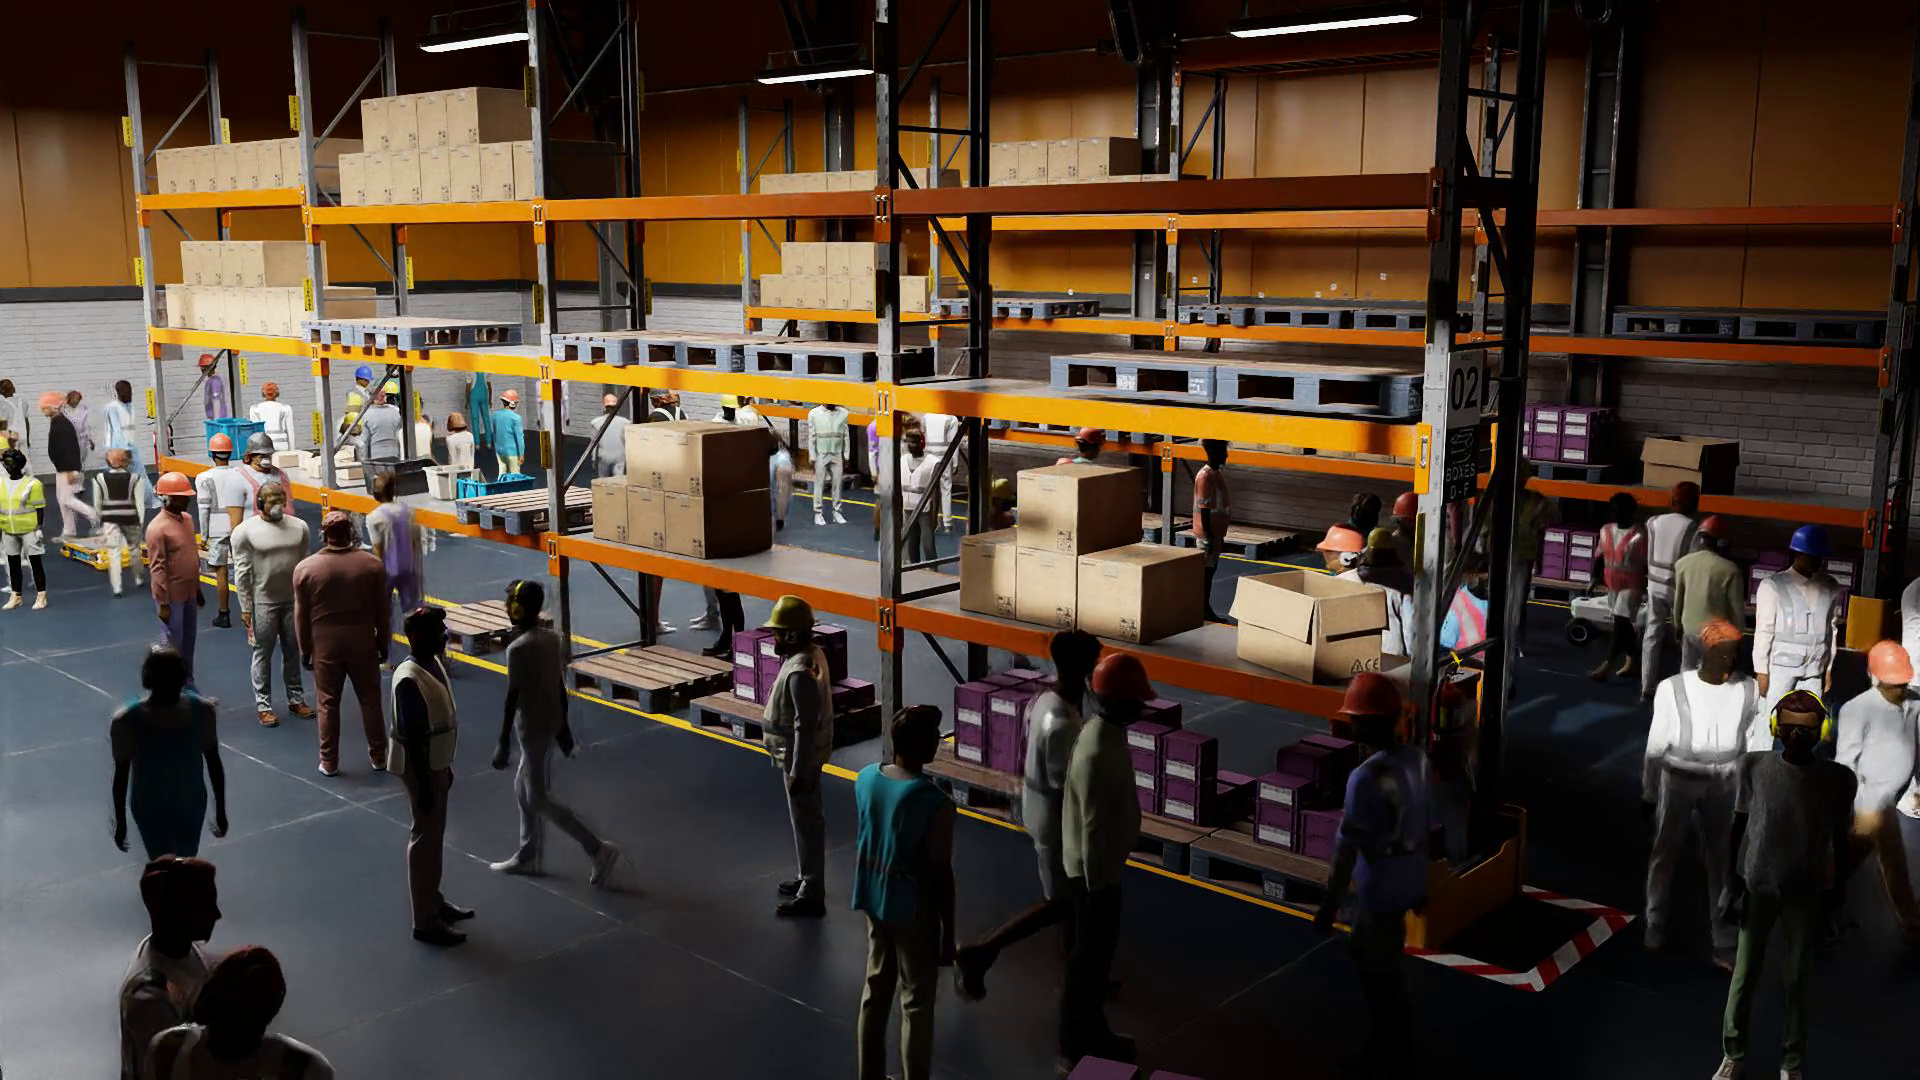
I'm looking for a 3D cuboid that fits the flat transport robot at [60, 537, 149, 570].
[{"bbox_3d":[-10.217,0.130,19.957,1.431,0.197,0.652,10,14,44],"label":"flat transport robot"}]

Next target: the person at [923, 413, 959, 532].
[{"bbox_3d":[-0.292,-1.034,22.018,0.573,1.877,0.353,3,10,15],"label":"person"}]

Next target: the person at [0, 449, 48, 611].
[{"bbox_3d":[-9.751,-0.105,17.259,0.535,1.697,0.318,0,10,1],"label":"person"}]

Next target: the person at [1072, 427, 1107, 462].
[{"bbox_3d":[1.251,-0.128,16.447,0.417,2.034,0.621,-8,13,-37],"label":"person"}]

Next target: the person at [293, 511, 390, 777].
[{"bbox_3d":[-4.421,0.739,11.933,0.641,1.900,0.398,-4,11,-23],"label":"person"}]

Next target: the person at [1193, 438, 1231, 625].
[{"bbox_3d":[2.481,-0.084,16.373,0.367,1.967,0.607,3,11,17],"label":"person"}]

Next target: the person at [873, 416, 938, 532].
[{"bbox_3d":[-0.698,-0.844,21.732,0.864,1.594,0.511,5,11,27],"label":"person"}]

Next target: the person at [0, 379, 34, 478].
[{"bbox_3d":[-13.901,-1.446,24.439,0.343,1.839,0.506,4,11,20],"label":"person"}]

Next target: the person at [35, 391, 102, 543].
[{"bbox_3d":[-11.325,-0.925,21.132,0.636,1.966,0.656,-7,12,-35],"label":"person"}]

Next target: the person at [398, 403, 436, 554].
[{"bbox_3d":[-6.672,-0.772,20.422,0.398,1.913,0.589,2,10,12],"label":"person"}]

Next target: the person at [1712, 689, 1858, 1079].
[{"bbox_3d":[3.633,1.564,7.329,0.521,1.874,0.328,5,11,27],"label":"person"}]

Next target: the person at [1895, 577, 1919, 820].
[{"bbox_3d":[6.520,0.894,11.018,0.652,1.906,0.402,-4,11,-21],"label":"person"}]

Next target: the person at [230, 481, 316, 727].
[{"bbox_3d":[-5.414,0.495,13.188,0.372,1.939,0.632,8,13,40],"label":"person"}]

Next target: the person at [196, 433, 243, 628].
[{"bbox_3d":[-7.282,-0.096,16.524,0.547,1.938,0.359,-9,13,-42],"label":"person"}]

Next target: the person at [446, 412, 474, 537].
[{"bbox_3d":[-6.495,-0.848,21.638,0.285,1.631,0.501,4,11,21],"label":"person"}]

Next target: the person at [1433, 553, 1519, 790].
[{"bbox_3d":[3.374,0.941,11.062,0.653,1.807,0.772,-5,11,-25],"label":"person"}]

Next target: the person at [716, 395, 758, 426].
[{"bbox_3d":[-2.945,-1.095,22.089,0.609,1.964,0.367,3,10,14],"label":"person"}]

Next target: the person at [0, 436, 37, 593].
[{"bbox_3d":[-10.388,-0.285,18.185,0.350,1.731,0.491,7,12,35],"label":"person"}]

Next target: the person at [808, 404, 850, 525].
[{"bbox_3d":[-1.782,-1.162,22.634,0.592,1.911,0.388,-5,11,-25],"label":"person"}]

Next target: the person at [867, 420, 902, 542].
[{"bbox_3d":[-0.919,-0.919,21.221,0.391,1.924,0.553,9,14,42],"label":"person"}]

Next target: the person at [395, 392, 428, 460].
[{"bbox_3d":[-6.998,-0.933,21.228,0.416,1.942,0.620,2,10,13],"label":"person"}]

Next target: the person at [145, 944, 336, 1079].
[{"bbox_3d":[-2.054,2.023,4.803,0.647,1.859,0.374,2,10,14],"label":"person"}]

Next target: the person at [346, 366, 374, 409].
[{"bbox_3d":[-9.191,-1.708,25.636,0.396,1.940,0.601,1,10,7],"label":"person"}]

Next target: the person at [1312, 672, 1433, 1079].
[{"bbox_3d":[1.843,1.537,7.355,0.589,1.905,0.572,8,13,37],"label":"person"}]

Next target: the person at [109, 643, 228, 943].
[{"bbox_3d":[-4.109,1.379,8.615,0.518,1.803,0.978,-9,13,-41],"label":"person"}]

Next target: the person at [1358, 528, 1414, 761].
[{"bbox_3d":[3.071,0.772,12.209,0.488,1.737,0.320,2,10,9],"label":"person"}]

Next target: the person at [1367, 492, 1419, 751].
[{"bbox_3d":[3.287,0.620,12.357,0.617,1.984,0.410,-5,11,-28],"label":"person"}]

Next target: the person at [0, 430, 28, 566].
[{"bbox_3d":[-11.198,-0.488,19.613,0.522,1.631,0.322,4,11,20],"label":"person"}]

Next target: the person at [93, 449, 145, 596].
[{"bbox_3d":[-9.149,-0.204,18.132,0.498,1.590,0.853,-5,11,-25],"label":"person"}]

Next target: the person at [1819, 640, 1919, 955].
[{"bbox_3d":[4.988,1.360,8.971,0.548,1.696,0.819,-7,12,-36],"label":"person"}]

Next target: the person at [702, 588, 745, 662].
[{"bbox_3d":[-2.155,0.131,15.158,0.362,1.963,0.613,-5,11,-27],"label":"person"}]

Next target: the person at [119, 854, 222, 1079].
[{"bbox_3d":[-2.485,1.911,5.361,0.369,1.879,0.584,-3,11,-18],"label":"person"}]

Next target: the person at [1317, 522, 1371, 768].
[{"bbox_3d":[2.496,0.867,10.915,0.376,1.997,0.612,2,10,9],"label":"person"}]

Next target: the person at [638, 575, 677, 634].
[{"bbox_3d":[-3.003,-0.023,16.213,0.410,1.908,0.598,-6,12,-30],"label":"person"}]
